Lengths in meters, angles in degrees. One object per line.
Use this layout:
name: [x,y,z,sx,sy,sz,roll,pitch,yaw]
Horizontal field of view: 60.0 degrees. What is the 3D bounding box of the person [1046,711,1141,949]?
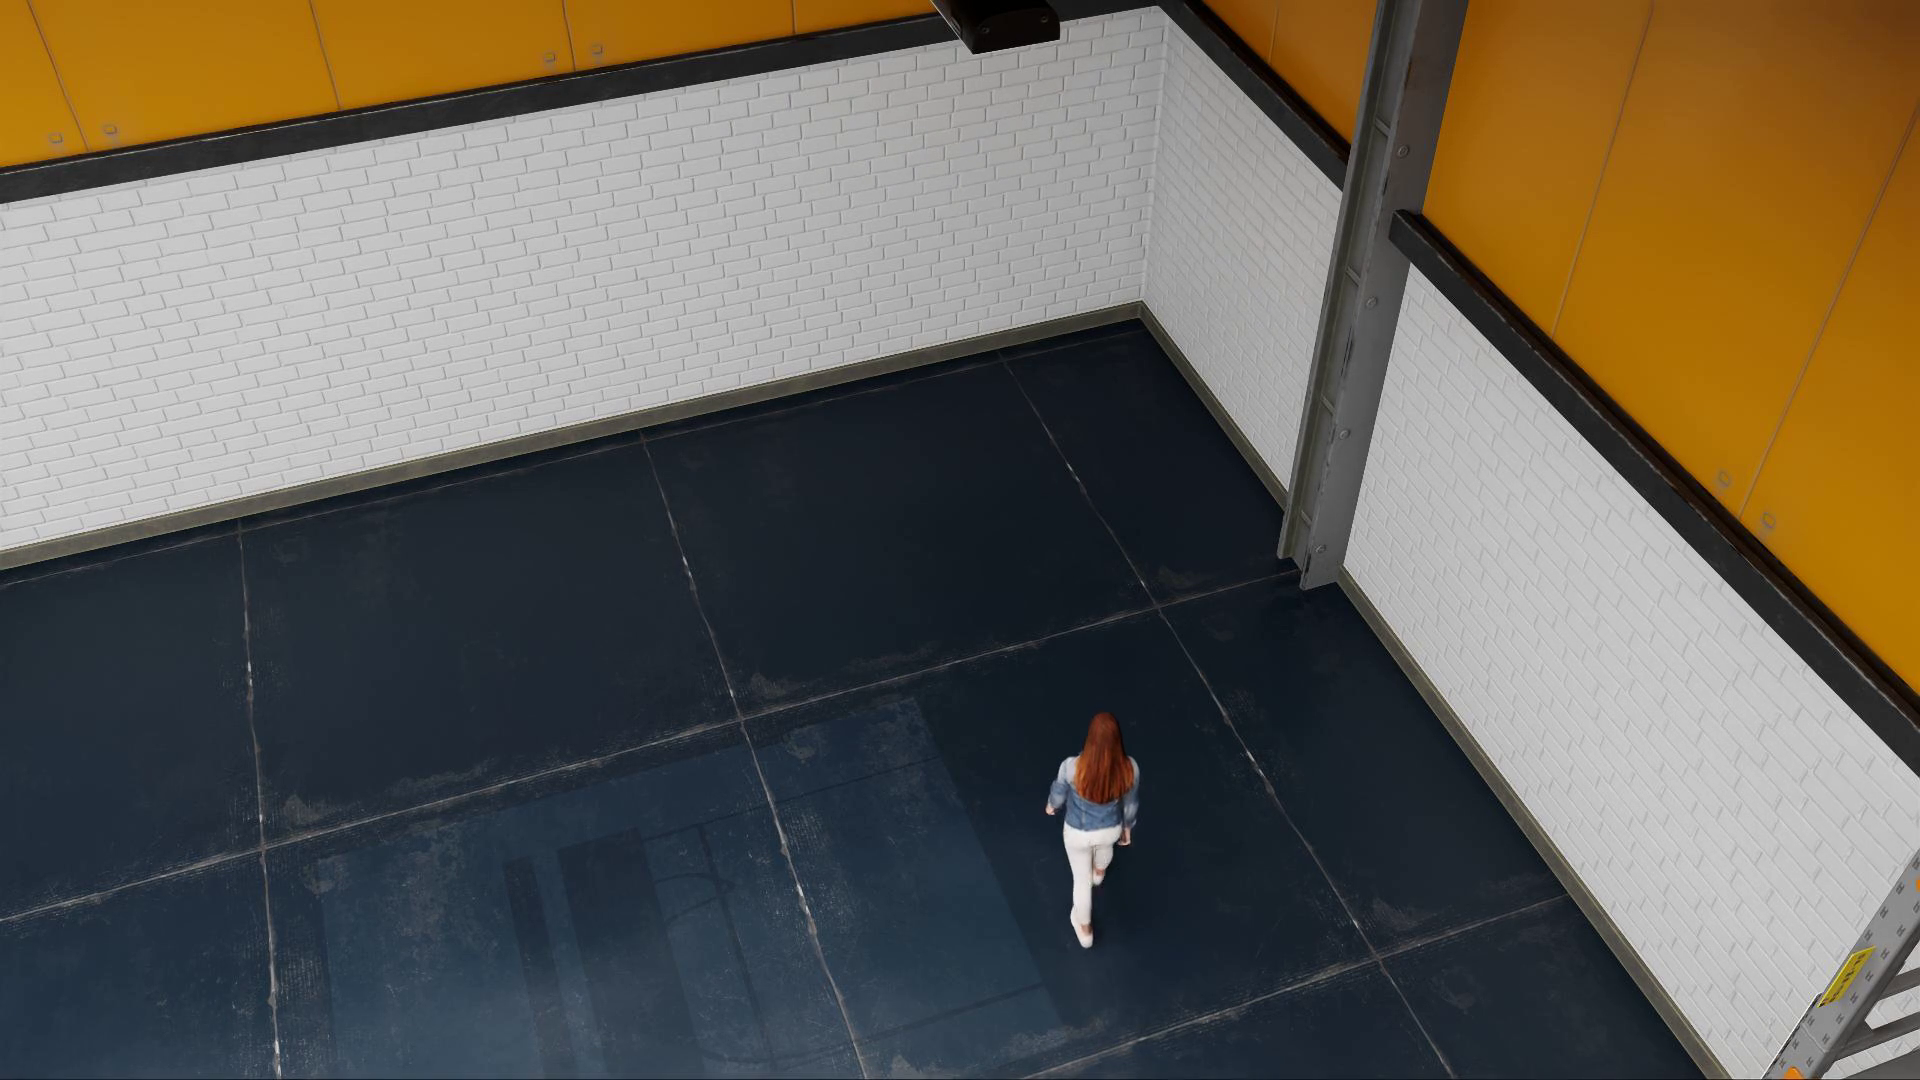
person: [0.747,1.663,9.164,0.748,1.671,0.959,-7,44,-7]
